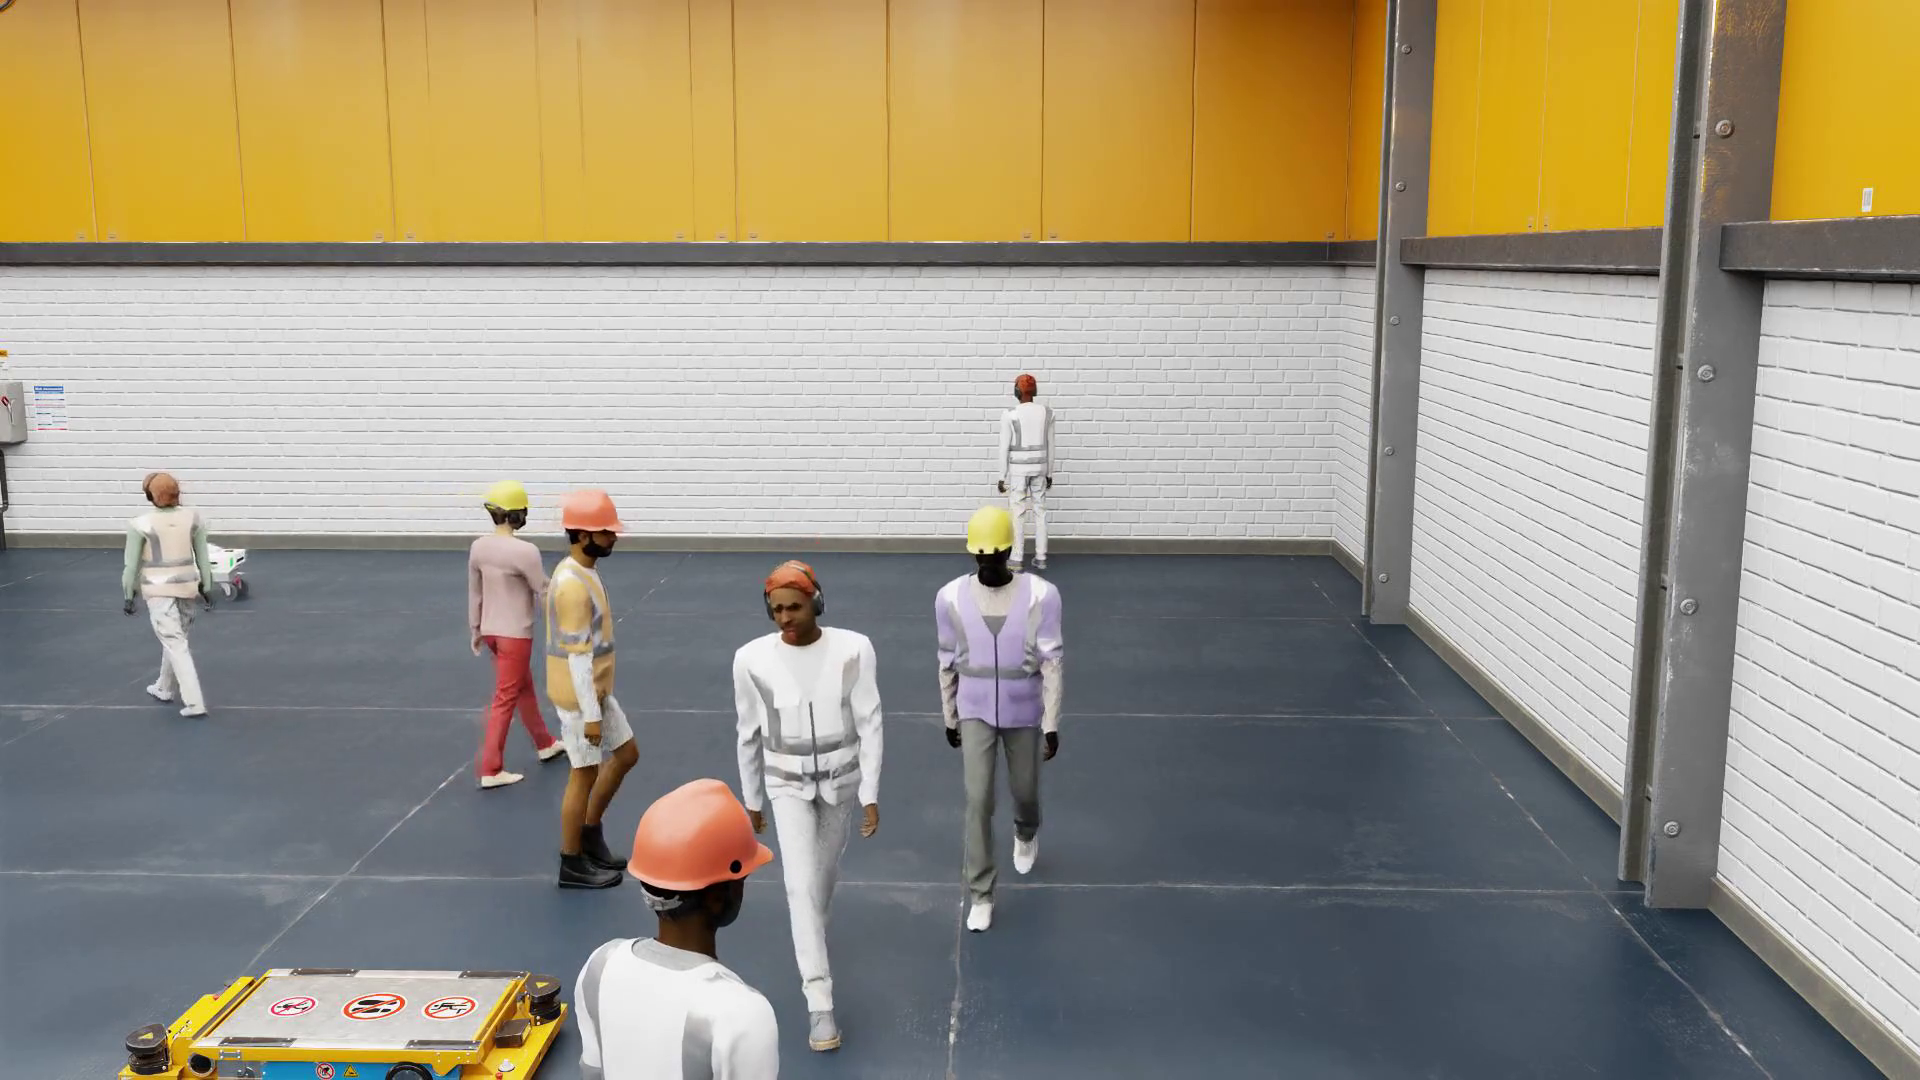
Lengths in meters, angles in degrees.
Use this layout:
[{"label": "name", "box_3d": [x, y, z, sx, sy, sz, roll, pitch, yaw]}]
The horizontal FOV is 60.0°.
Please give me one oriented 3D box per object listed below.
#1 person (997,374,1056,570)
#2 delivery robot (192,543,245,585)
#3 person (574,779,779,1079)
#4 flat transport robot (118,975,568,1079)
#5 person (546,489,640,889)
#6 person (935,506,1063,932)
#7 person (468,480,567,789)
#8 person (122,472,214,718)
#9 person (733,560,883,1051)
[{"label": "person", "box_3d": [0.639, -0.647, 15.892, 0.587, 1.880, 0.339, -3, 10, -19]}, {"label": "delivery robot", "box_3d": [-6.638, 0.203, 14.521, 0.707, 0.478, 0.477, -1, 10, -4]}, {"label": "person", "box_3d": [-0.538, 1.444, 3.484, 0.543, 1.939, 0.360, 7, 12, 36]}, {"label": "flat transport robot", "box_3d": [-2.249, 1.820, 6.161, 1.431, 0.197, 0.652, 0, 10, 2]}, {"label": "person", "box_3d": [-1.722, 0.711, 7.824, 0.474, 1.917, 0.581, -1, 10, -6]}, {"label": "person", "box_3d": [0.185, 0.755, 7.656, 0.586, 1.897, 0.846, 1, 10, 6]}, {"label": "person", "box_3d": [-2.476, 0.517, 9.533, 0.532, 1.732, 0.828, 8, 12, 39]}, {"label": "person", "box_3d": [-5.200, 0.348, 10.899, 0.853, 1.588, 0.533, 7, 12, 35]}, {"label": "person", "box_3d": [-0.605, 0.968, 6.618, 0.572, 1.829, 0.992, -2, 10, -12]}]
